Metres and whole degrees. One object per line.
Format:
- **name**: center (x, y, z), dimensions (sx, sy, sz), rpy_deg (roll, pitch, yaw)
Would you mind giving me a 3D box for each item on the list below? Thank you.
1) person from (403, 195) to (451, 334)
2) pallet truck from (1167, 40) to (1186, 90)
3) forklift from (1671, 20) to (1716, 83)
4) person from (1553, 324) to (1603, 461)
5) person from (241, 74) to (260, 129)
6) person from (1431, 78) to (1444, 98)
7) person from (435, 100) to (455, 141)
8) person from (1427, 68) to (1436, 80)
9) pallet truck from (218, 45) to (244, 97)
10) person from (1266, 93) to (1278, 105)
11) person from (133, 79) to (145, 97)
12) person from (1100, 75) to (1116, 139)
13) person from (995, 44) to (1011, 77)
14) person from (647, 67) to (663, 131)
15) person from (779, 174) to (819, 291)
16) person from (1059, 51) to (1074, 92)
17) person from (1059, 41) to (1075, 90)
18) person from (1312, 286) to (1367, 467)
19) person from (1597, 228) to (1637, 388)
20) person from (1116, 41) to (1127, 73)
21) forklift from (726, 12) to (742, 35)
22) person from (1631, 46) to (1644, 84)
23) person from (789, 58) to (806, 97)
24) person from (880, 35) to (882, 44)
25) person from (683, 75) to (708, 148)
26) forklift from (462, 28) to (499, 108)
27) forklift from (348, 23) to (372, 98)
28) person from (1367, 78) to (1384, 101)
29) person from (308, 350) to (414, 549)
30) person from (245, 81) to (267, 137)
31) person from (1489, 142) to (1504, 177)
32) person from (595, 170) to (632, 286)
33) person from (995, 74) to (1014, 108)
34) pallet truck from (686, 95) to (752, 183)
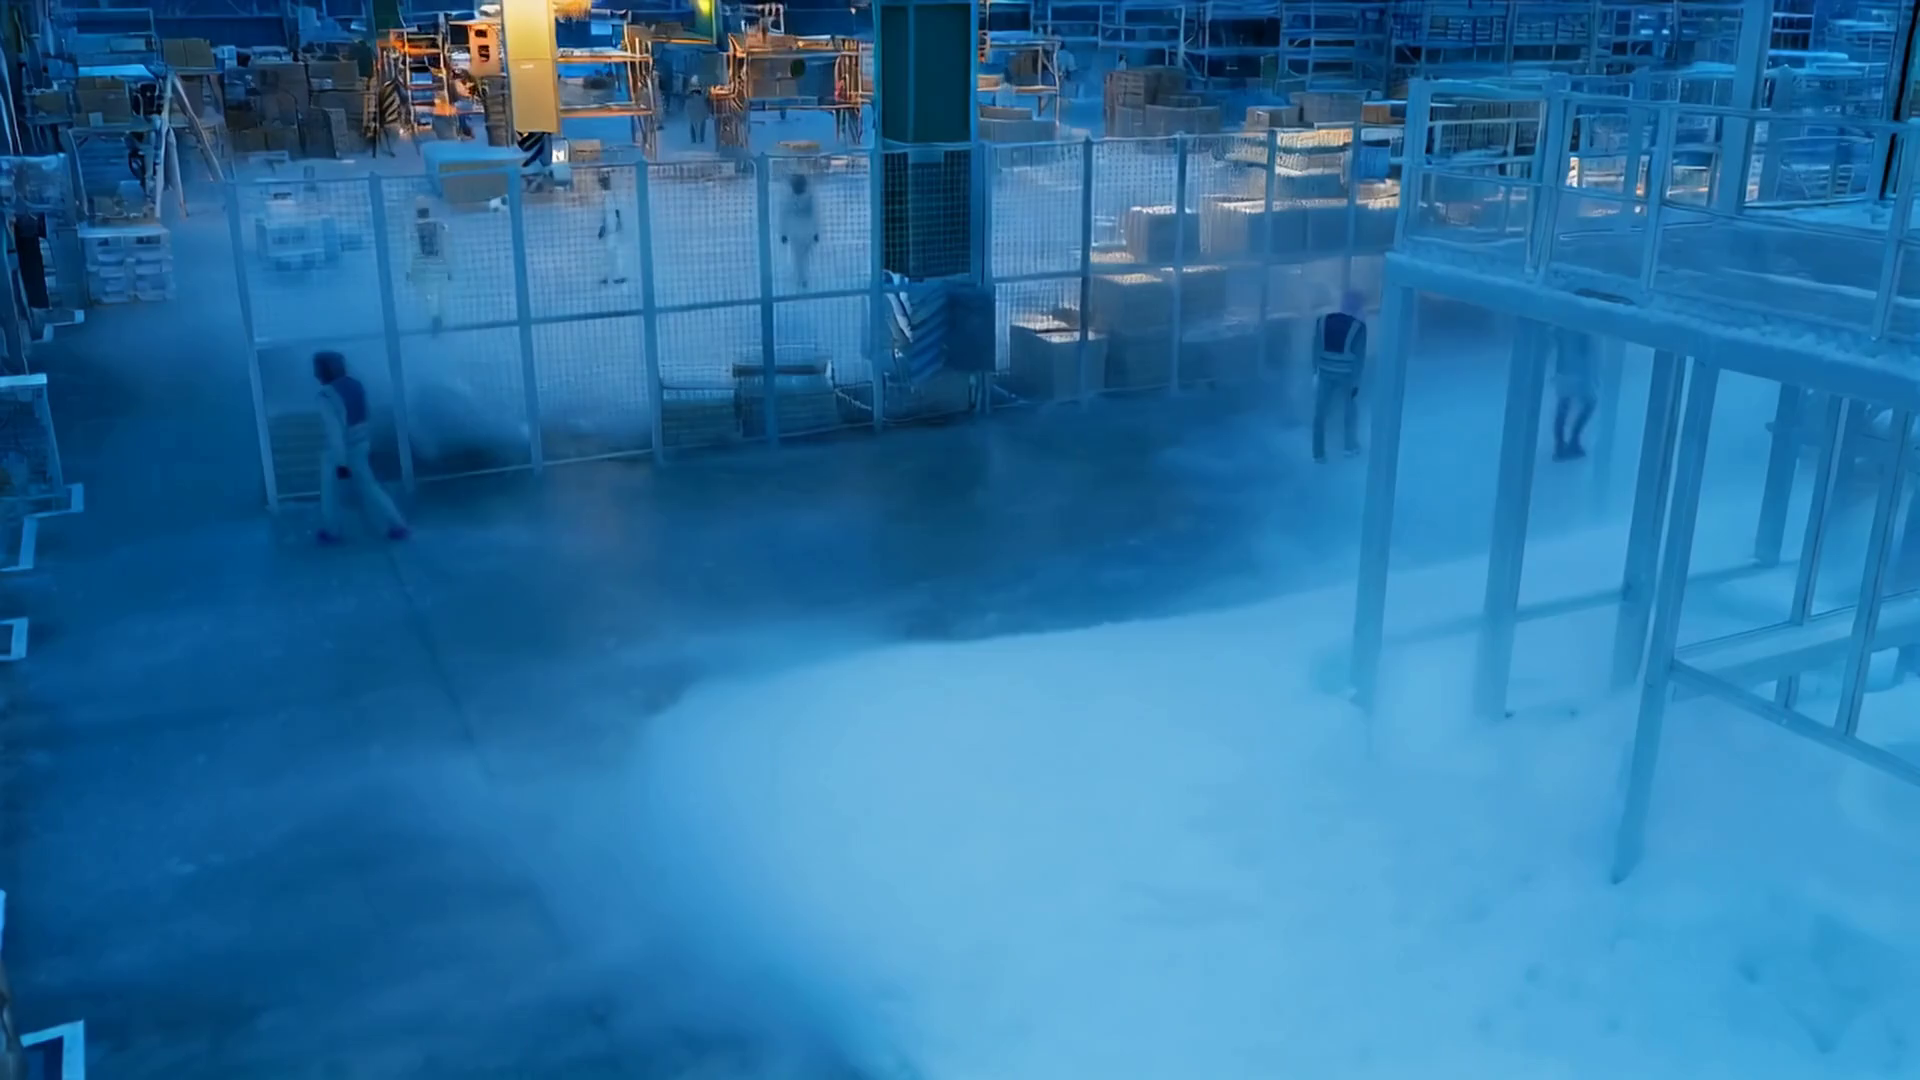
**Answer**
- **person**: center (-7.431, -3.847, 23.271), dimensions (0.612, 1.926, 0.828), rpy_deg (-11, 22, -28)
- **pallet truck**: center (9.045, -19.971, 69.895), dimensions (0.823, 1.965, 1.885), rpy_deg (-3, 19, -8)
- **forklift**: center (30.810, -20.160, 69.110), dimensions (1.873, 2.768, 1.129), rpy_deg (-2, 19, -6)
- **person**: center (6.420, -1.772, 17.252), dimensions (0.530, 1.920, 0.578), rpy_deg (-15, 24, -38)
- **person**: center (-21.036, -12.828, 49.294), dimensions (0.595, 1.925, 0.371), rpy_deg (17, 26, 41)
- **person**: center (14.377, -13.014, 50.136), dimensions (0.532, 1.739, 0.823), rpy_deg (-6, 20, -17)
- **person**: center (-12.240, -9.463, 39.540), dimensions (0.584, 1.928, 0.373), rpy_deg (12, 22, 31)
- **person**: center (16.112, -15.371, 57.100), dimensions (0.514, 1.641, 0.307), rpy_deg (-17, 25, -40)
- **pallet truck**: center (-28.879, -18.665, 66.111), dimensions (0.823, 1.965, 1.885), rpy_deg (-3, 19, -9)
- **person**: center (7.996, -10.383, 42.241), dimensions (0.786, 1.913, 0.549), rpy_deg (-3, 19, -8)
- **person**: center (-25.352, -13.403, 51.415), dimensions (0.523, 1.632, 0.313), rpy_deg (6, 20, 16)
- **person**: center (4.440, -12.943, 49.738), dimensions (0.512, 1.860, 0.325), rpy_deg (15, 24, 37)
- **person**: center (1.764, -19.477, 68.593), dimensions (0.703, 1.911, 0.434), rpy_deg (2, 19, 7)
- **person**: center (-9.587, -13.810, 52.129), dimensions (0.366, 1.936, 0.630), rpy_deg (-10, 21, -26)
- **person**: center (-2.543, -4.877, 26.393), dimensions (0.656, 1.828, 0.468), rpy_deg (-10, 21, -27)
- **person**: center (4.400, -19.156, 68.064), dimensions (0.874, 1.632, 0.573), rpy_deg (10, 21, 26)
- **person**: center (4.473, -19.746, 69.272), dimensions (0.638, 1.965, 0.739), rpy_deg (3, 19, 9)
- **person**: center (3.928, -1.708, 17.184), dimensions (0.599, 1.851, 0.880), rpy_deg (12, 23, 32)
- **person**: center (8.030, -2.854, 20.284), dimensions (0.617, 1.992, 0.392), rpy_deg (10, 21, 27)
- **person**: center (7.164, -21.099, 73.433), dimensions (0.592, 1.824, 0.640), rpy_deg (-7, 20, -20)
- **forklift**: center (-11.034, -24.404, 81.413), dimensions (1.873, 2.768, 1.129), rpy_deg (8, 20, 21)
- **person**: center (29.184, -20.435, 71.728), dimensions (0.536, 1.670, 0.719), rpy_deg (11, 22, 29)
- **person**: center (-6.237, -17.550, 62.999), dimensions (0.846, 1.910, 0.662), rpy_deg (18, 26, 41)
- **person**: center (-3.719, -23.617, 80.639), dimensions (0.547, 1.900, 0.991), rpy_deg (-2, 19, -5)
- **person**: center (-7.506, -12.152, 47.163), dimensions (0.703, 2.000, 0.773), rpy_deg (-2, 19, -5)
- **forklift**: center (-17.229, -17.133, 60.337), dimensions (1.129, 2.768, 1.873), rpy_deg (4, 19, 12)
- **forklift**: center (-23.321, -18.655, 64.747), dimensions (1.129, 2.768, 1.873), rpy_deg (17, 26, 41)
- **person**: center (11.593, -11.938, 46.654), dimensions (0.613, 1.965, 0.361), rpy_deg (-13, 23, -33)
- **person**: center (-5.322, -0.781, 14.557), dimensions (0.920, 1.811, 0.612), rpy_deg (5, 20, 13)
- **person**: center (-21.386, -13.028, 50.274), dimensions (0.865, 1.647, 0.542), rpy_deg (2, 19, 7)
- **person**: center (10.202, -6.781, 32.061), dimensions (0.495, 1.723, 0.456), rpy_deg (10, 22, 27)
- **person**: center (-5.682, -5.031, 26.856), dimensions (0.770, 1.826, 0.552), rpy_deg (-10, 22, -28)
- **person**: center (1.322, -12.966, 49.765), dimensions (0.576, 1.882, 0.355), rpy_deg (7, 20, 19)
- **pallet truck**: center (-5.836, -9.608, 39.856), dimensions (0.823, 1.965, 1.885), rpy_deg (10, 22, 27)
